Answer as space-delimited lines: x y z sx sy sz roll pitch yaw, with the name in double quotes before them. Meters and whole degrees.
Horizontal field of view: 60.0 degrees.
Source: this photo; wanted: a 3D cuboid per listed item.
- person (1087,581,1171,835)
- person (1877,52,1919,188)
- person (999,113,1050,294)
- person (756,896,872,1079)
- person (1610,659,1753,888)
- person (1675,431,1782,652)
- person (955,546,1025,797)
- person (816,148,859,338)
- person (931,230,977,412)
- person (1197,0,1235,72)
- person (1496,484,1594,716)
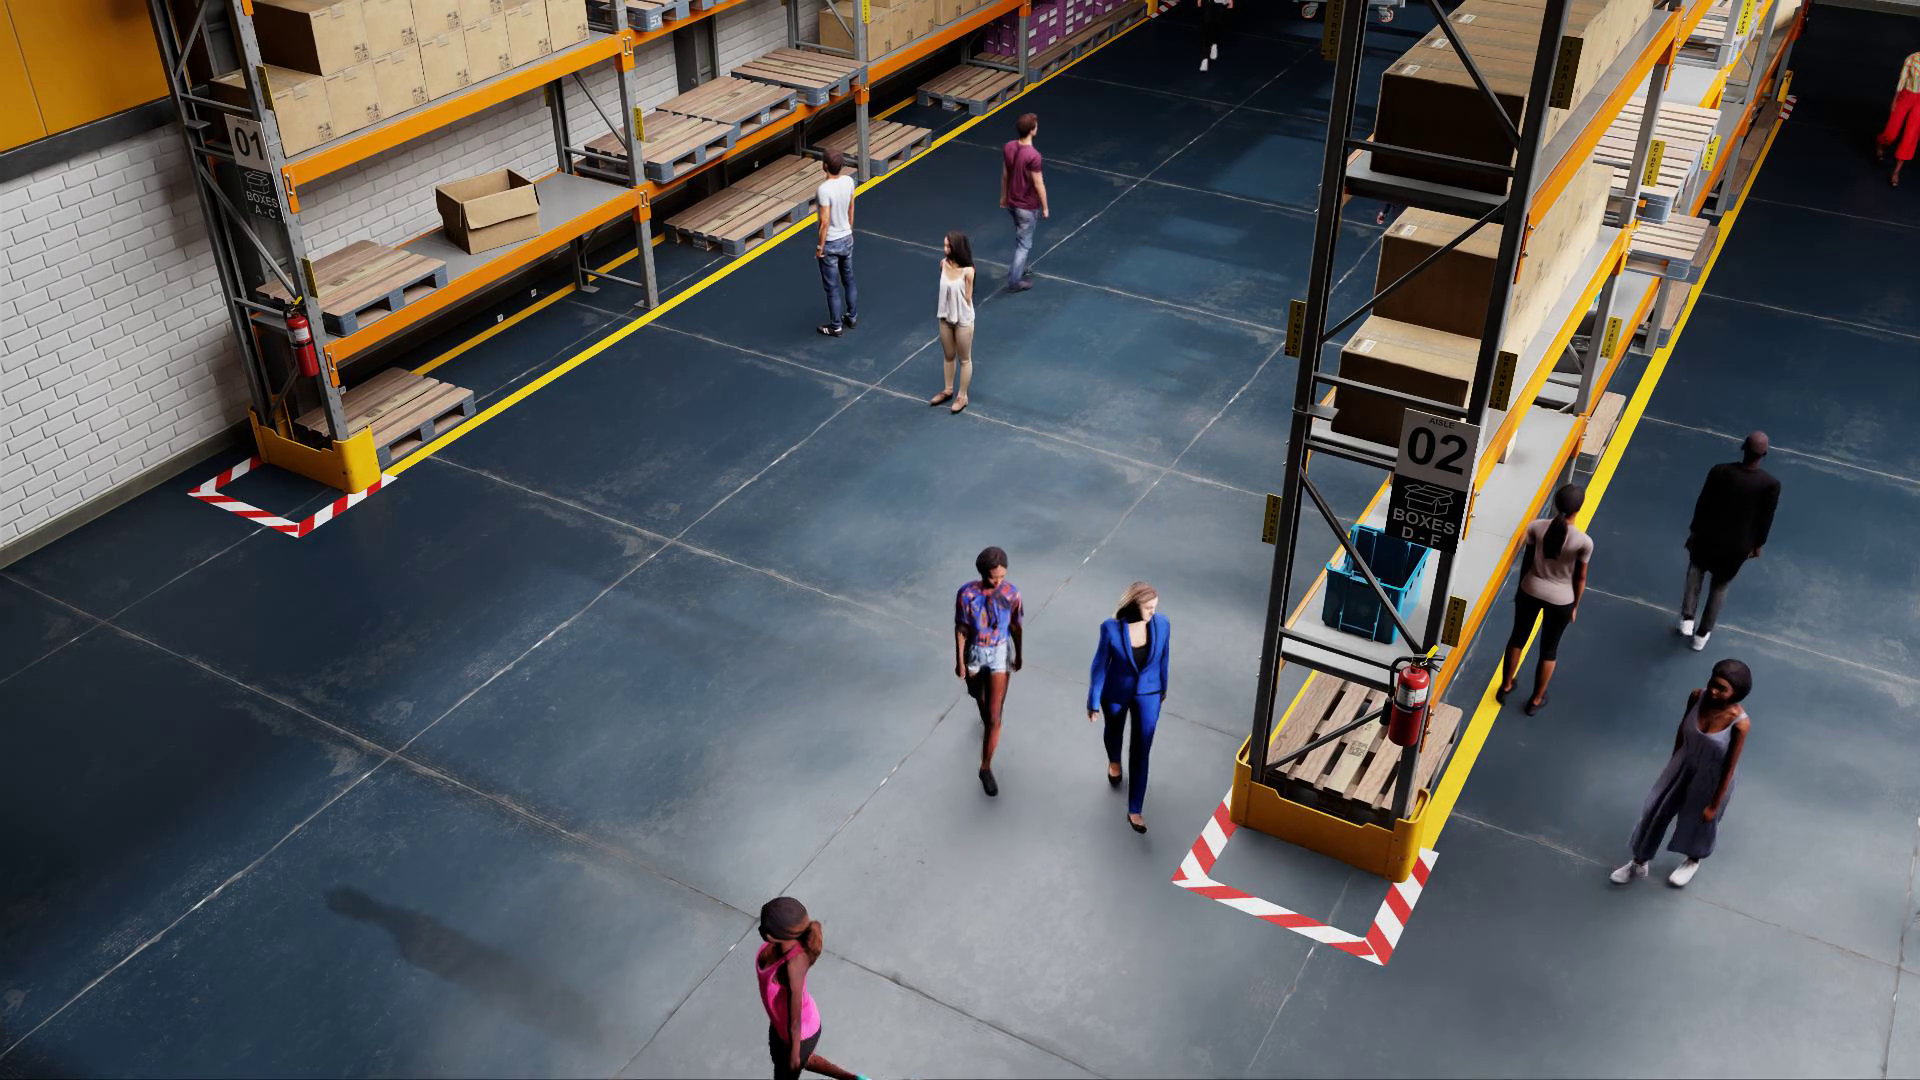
"person" 1.055 0.914 10.488 1.048 1.660 1.188 -2 34 -2
"person" 11.035 -5.059 19.388 0.783 1.756 1.191 9 35 13
"person" 0.569 -3.373 16.779 0.834 1.836 0.794 -26 42 -33
"person" -0.735 2.394 8.217 0.917 1.709 0.870 -7 34 -11
"person" 4.417 1.365 9.795 0.895 1.676 0.771 -22 40 -30
"person" 5.358 0.050 11.706 0.657 1.750 0.617 16 37 23
"person" 0.155 0.721 10.734 0.997 1.710 1.214 -1 34 -2
"person" -1.186 -2.868 15.991 0.720 1.866 0.538 25 41 32
"person" -0.022 -1.990 14.862 0.637 1.654 0.561 18 38 25
"person" 3.537 -7.515 22.963 0.998 1.888 1.311 5 34 7
"person" 3.934 0.395 11.193 0.595 1.745 0.536 20 39 27
